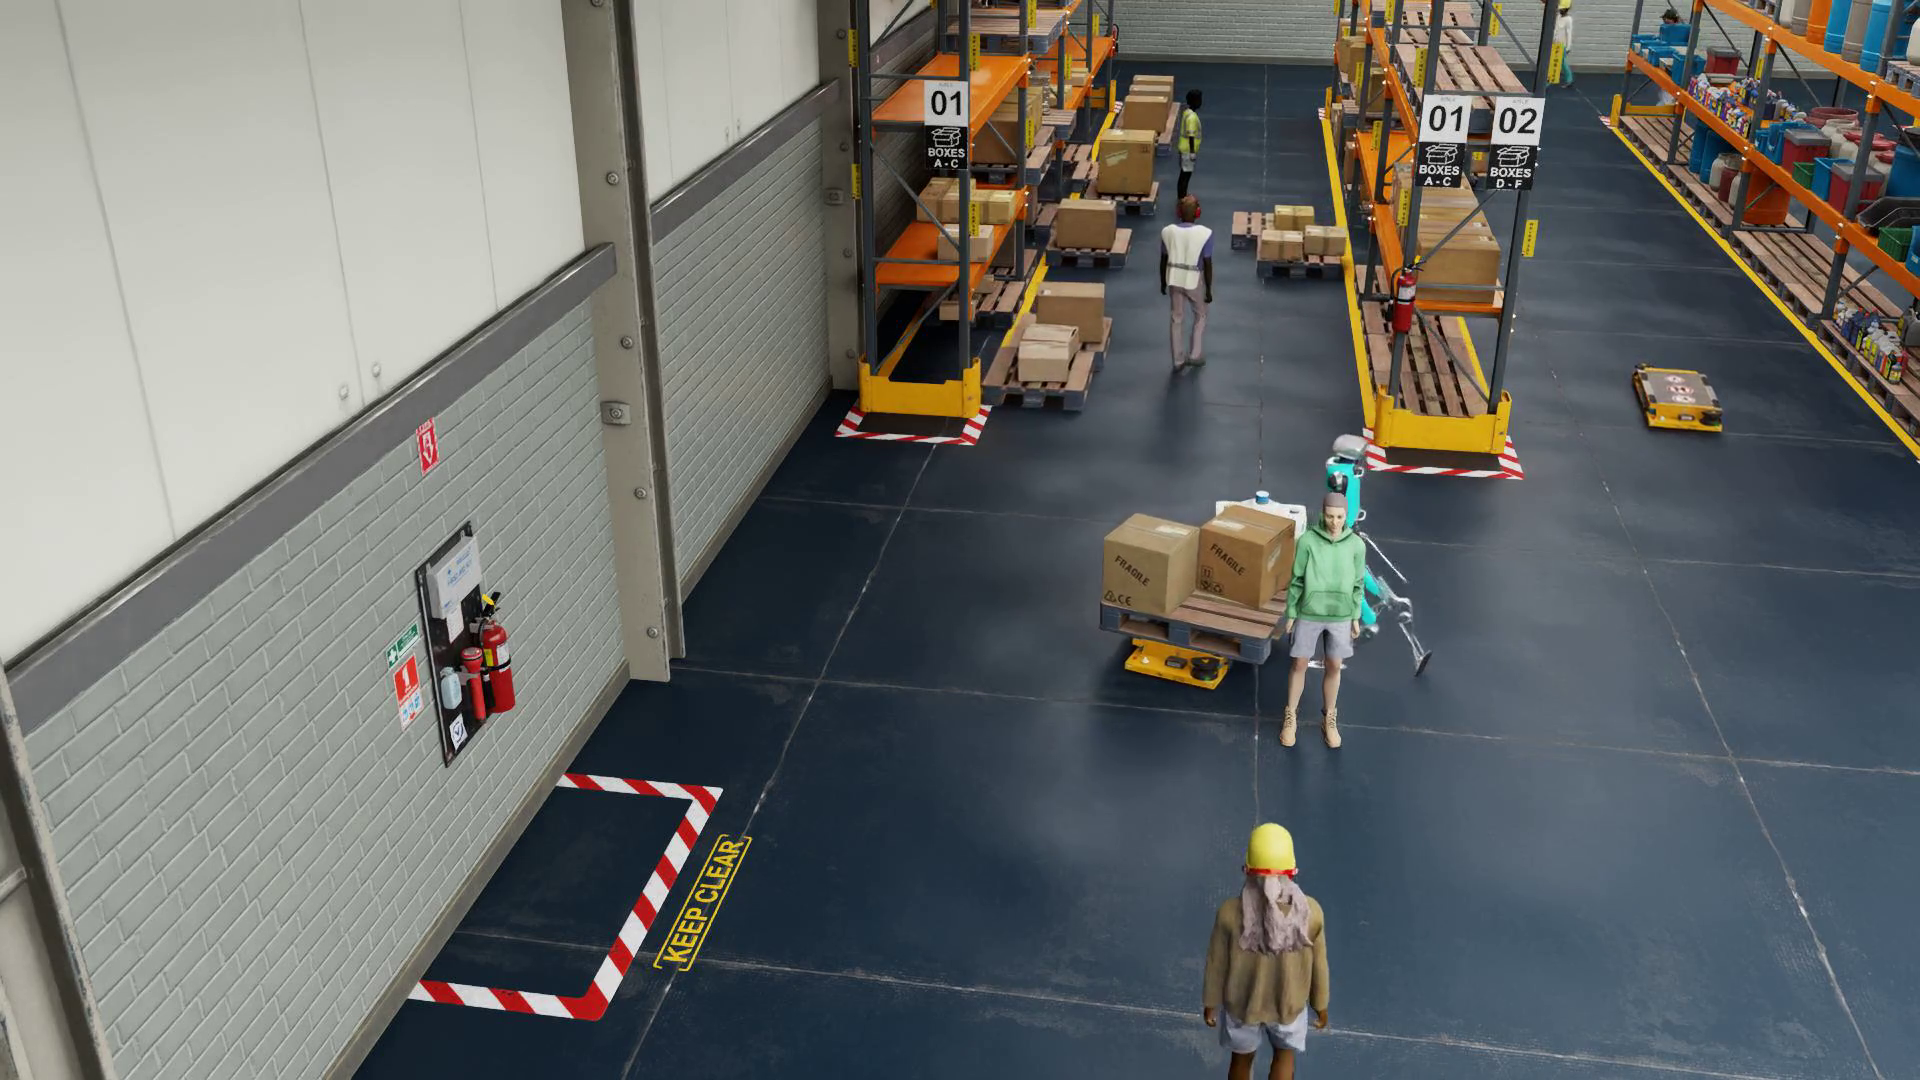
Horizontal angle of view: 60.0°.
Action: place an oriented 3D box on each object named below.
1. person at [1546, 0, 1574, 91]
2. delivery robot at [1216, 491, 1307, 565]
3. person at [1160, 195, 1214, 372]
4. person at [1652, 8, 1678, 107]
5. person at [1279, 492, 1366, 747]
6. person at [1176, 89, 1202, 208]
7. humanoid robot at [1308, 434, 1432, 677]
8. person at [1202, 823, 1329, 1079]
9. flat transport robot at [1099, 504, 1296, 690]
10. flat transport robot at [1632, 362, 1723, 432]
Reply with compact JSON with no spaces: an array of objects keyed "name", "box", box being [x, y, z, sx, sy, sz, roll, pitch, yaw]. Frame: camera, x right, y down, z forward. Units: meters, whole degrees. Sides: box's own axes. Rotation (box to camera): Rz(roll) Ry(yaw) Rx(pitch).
[{"name":"person","box":[11.626,-9.576,32.129,0.896,1.721,0.530,-4,25,-9]},{"name":"delivery robot","box":[2.357,-0.096,13.231,0.774,0.599,0.499,3,25,7]},{"name":"person","box":[2.350,-2.645,17.166,0.604,1.829,0.592,12,28,24]},{"name":"person","box":[12.721,-8.612,29.947,0.536,1.833,0.512,9,27,19]},{"name":"person","box":[2.301,0.500,10.549,0.472,1.742,0.346,2,25,4]},{"name":"person","box":[3.232,-5.488,23.410,0.319,1.698,0.537,0,25,0]},{"name":"humanoid robot","box":[2.892,0.169,11.279,0.941,1.774,0.540,8,26,18]},{"name":"person","box":[1.337,2.026,7.268,0.567,1.747,0.464,3,25,5]},{"name":"flat transport robot","box":[1.754,0.629,12.011,0.659,0.231,1.431,12,28,24]},{"name":"flat transport robot","box":[7.049,-1.408,16.371,0.659,0.231,1.431,6,26,13]}]
